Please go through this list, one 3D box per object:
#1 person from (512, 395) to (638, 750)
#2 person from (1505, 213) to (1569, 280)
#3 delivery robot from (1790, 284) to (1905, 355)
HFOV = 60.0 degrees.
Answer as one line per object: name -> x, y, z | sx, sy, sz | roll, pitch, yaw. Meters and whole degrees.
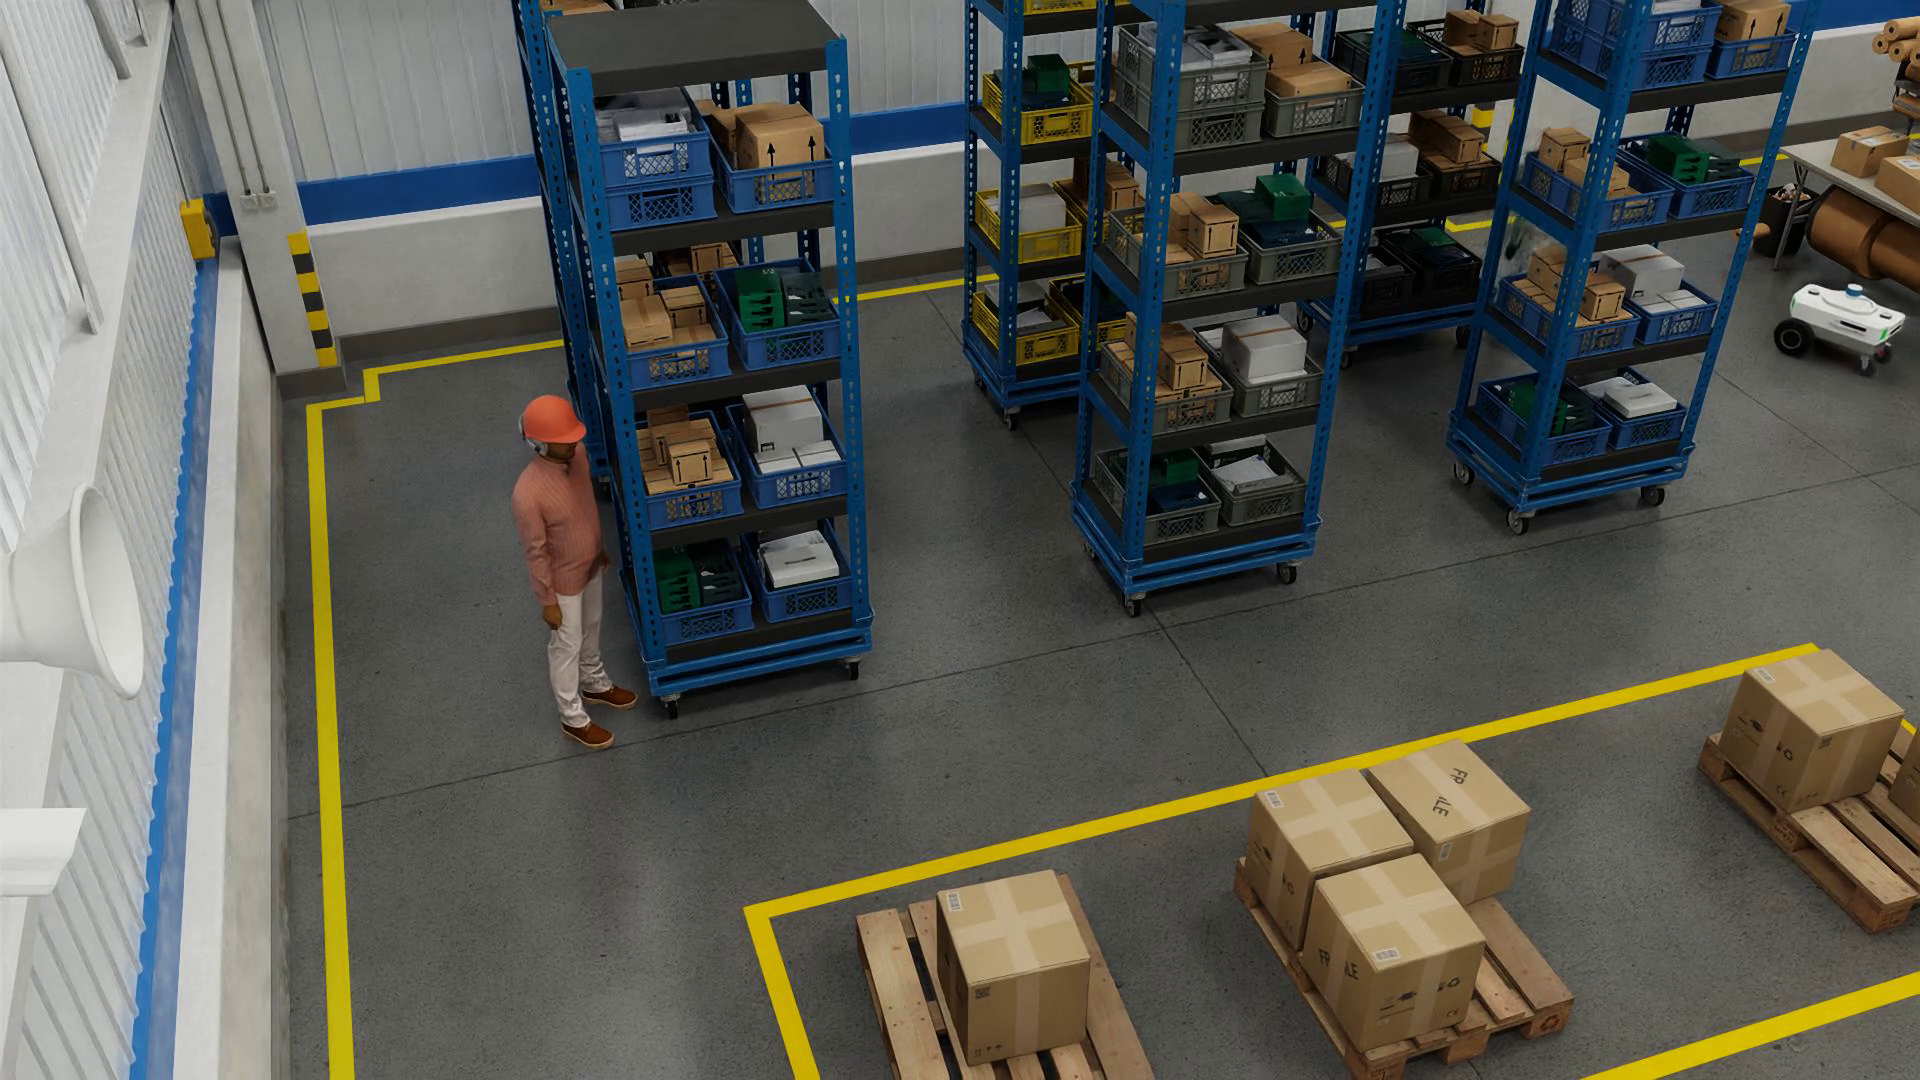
person -> -1.943, 0.147, 8.338 | 0.382, 1.993, 0.622 | 9, 36, 12
person -> 4.162, -2.132, 11.890 | 0.524, 1.612, 0.518 | -28, 44, -34
delivery robot -> 6.380, -1.606, 11.982 | 0.477, 0.478, 0.707 | -28, 44, -34
